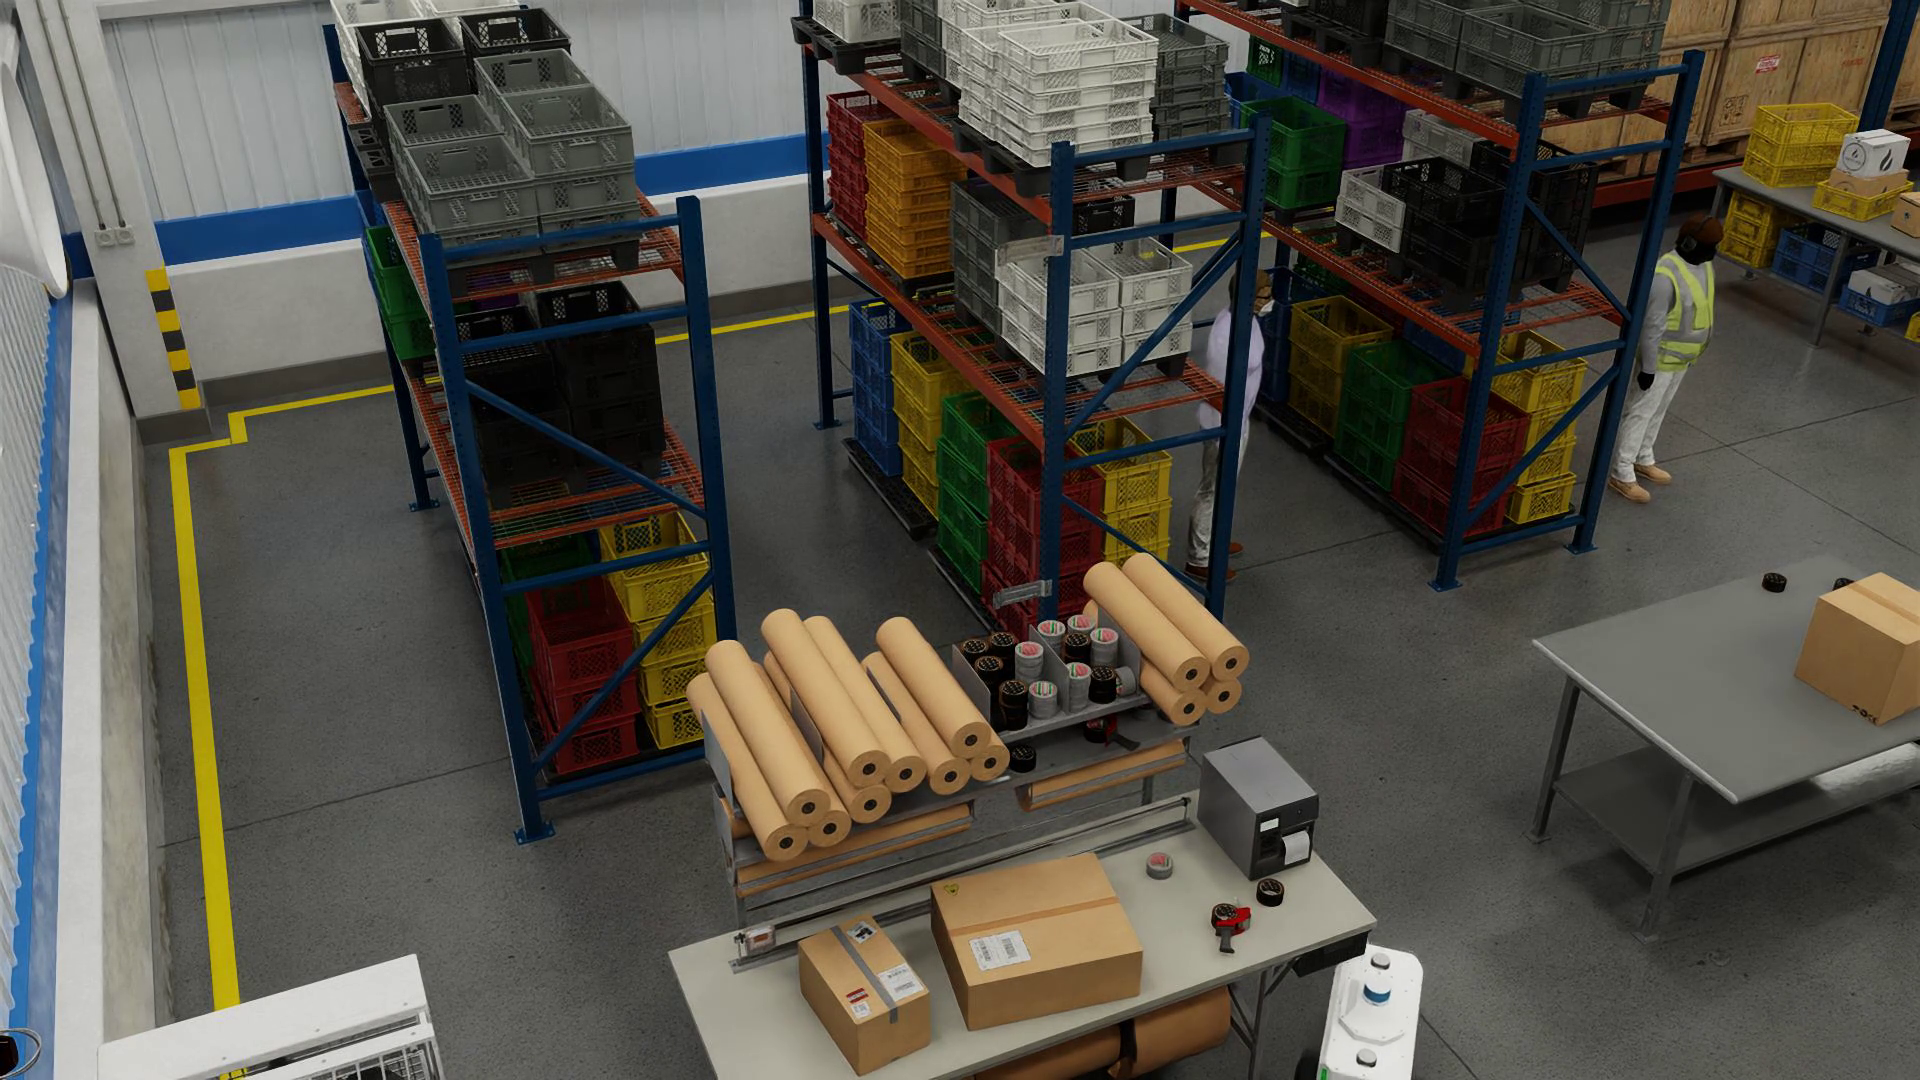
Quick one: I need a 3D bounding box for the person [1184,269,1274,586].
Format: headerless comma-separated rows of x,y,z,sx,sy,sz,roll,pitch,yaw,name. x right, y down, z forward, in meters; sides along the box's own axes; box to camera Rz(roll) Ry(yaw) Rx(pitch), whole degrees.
1.522,-0.653,9.436,0.364,1.932,0.626,8,33,13,person

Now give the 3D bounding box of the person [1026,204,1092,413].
0.654,-1.713,11.200,0.585,1.882,0.337,14,34,21,person

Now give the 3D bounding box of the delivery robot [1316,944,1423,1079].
1.604,1.902,6.501,0.477,0.478,0.707,10,33,15,delivery robot

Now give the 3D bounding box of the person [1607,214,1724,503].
4.389,-1.139,10.312,0.429,1.839,0.622,27,41,36,person
